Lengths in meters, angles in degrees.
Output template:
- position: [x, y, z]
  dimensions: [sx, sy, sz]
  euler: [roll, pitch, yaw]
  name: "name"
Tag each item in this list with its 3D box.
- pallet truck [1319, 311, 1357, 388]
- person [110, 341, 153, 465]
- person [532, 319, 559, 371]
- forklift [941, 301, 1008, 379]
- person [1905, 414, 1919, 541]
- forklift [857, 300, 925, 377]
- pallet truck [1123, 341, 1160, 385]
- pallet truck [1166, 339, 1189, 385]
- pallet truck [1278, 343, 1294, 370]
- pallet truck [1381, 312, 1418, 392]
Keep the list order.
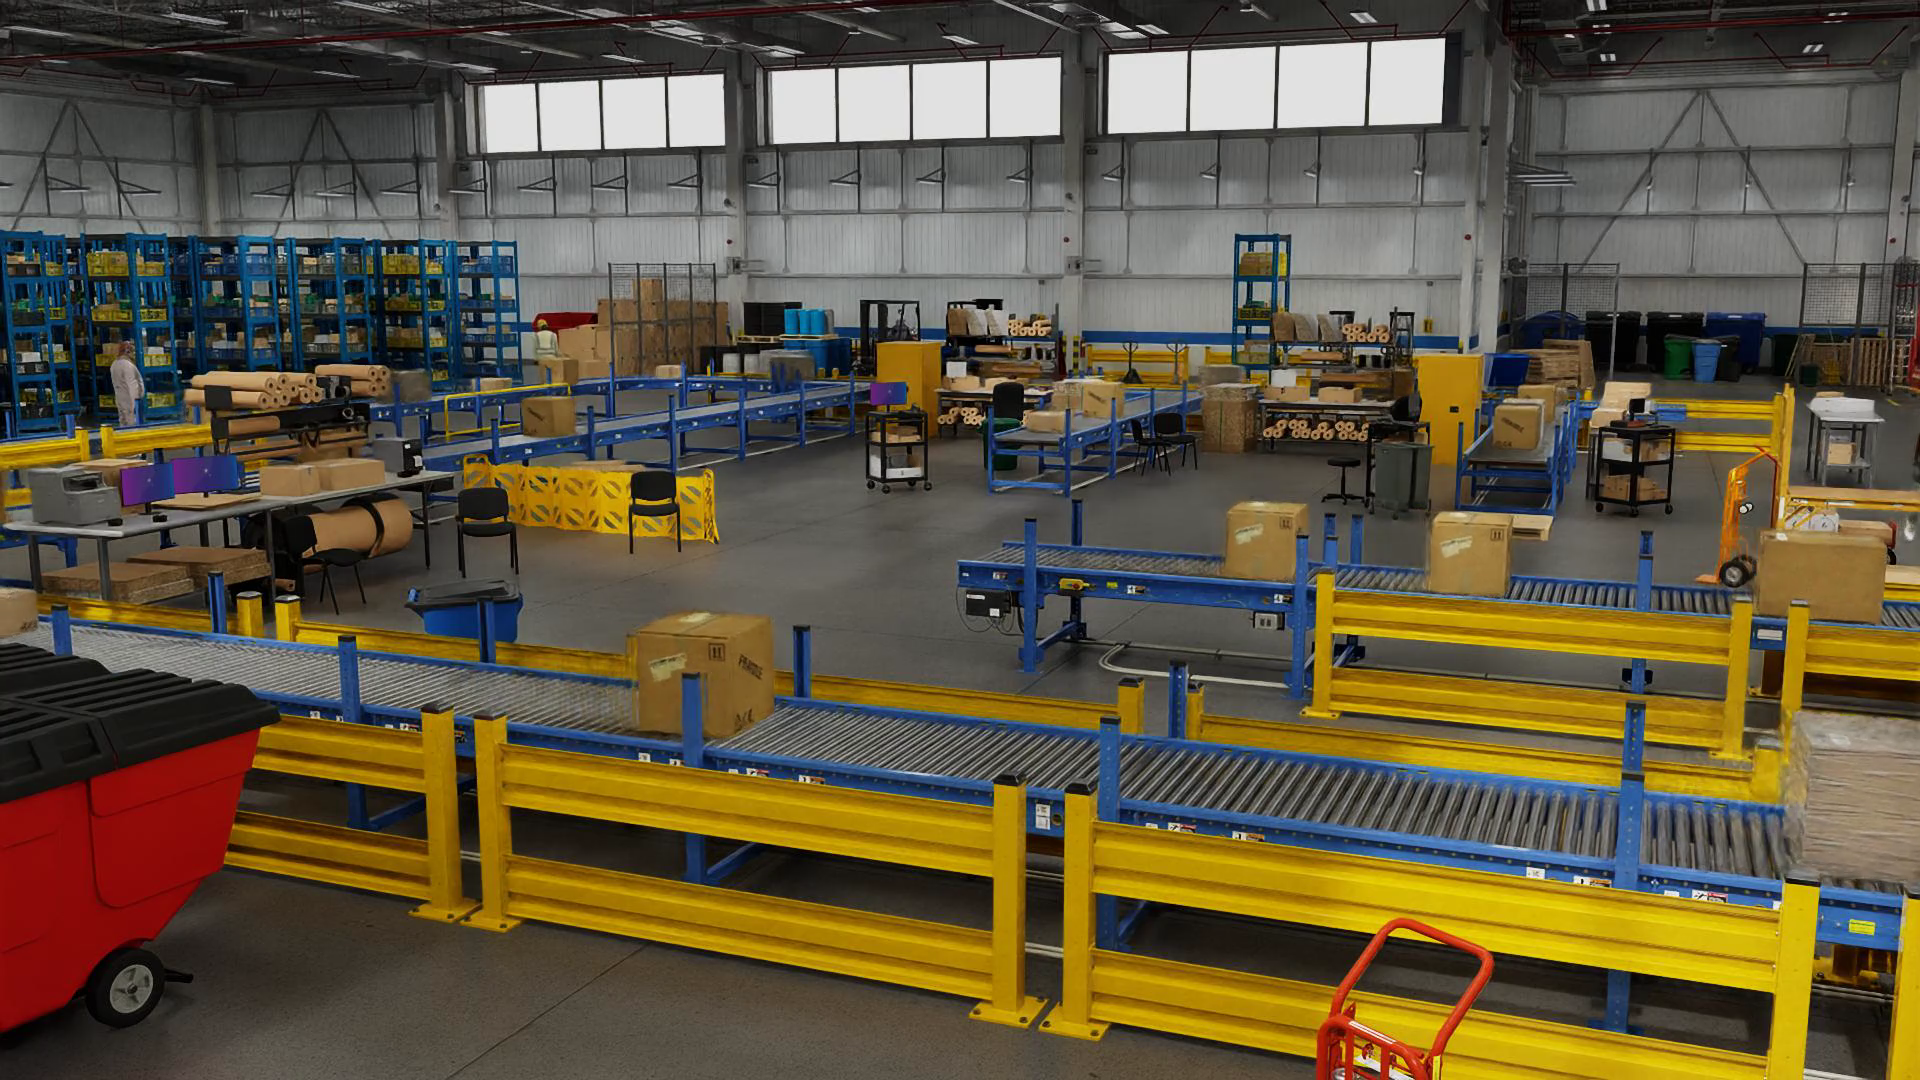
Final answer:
- position: [9.071, -4.419, 39.190]
  dimensions: [0.823, 1.965, 1.885]
  euler: [5, 10, 26]
  name: "pallet truck"
- position: [-12.542, -2.054, 25.150]
  dimensions: [0.641, 1.905, 0.410]
  euler: [8, 12, 41]
  name: "person"
- position: [-9.703, -4.285, 38.988]
  dimensions: [0.593, 1.800, 0.560]
  euler: [-2, 10, -14]
  name: "person"
- position: [0.365, -4.966, 41.571]
  dimensions: [1.157, 1.987, 2.680]
  euler: [3, 10, 20]
  name: "forklift"
- position: [10.391, -0.802, 17.710]
  dimensions: [0.524, 1.851, 0.661]
  euler: [2, 9, 9]
  name: "person"
- position: [-1.732, -5.109, 42.468]
  dimensions: [1.157, 1.987, 2.680]
  euler: [4, 10, 22]
  name: "forklift"
- position: [4.445, -4.380, 41.279]
  dimensions: [0.680, 1.201, 1.601]
  euler: [4, 10, 22]
  name: "pallet truck"
- position: [5.418, -4.269, 40.420]
  dimensions: [0.704, 1.261, 1.522]
  euler: [3, 10, 20]
  name: "pallet truck"
- position: [7.886, -4.163, 39.743]
  dimensions: [0.653, 1.274, 1.630]
  euler: [4, 10, 22]
  name: "pallet truck"
- position: [10.207, -4.283, 38.369]
  dimensions: [0.823, 1.965, 1.885]
  euler: [3, 10, 20]
  name: "pallet truck"
